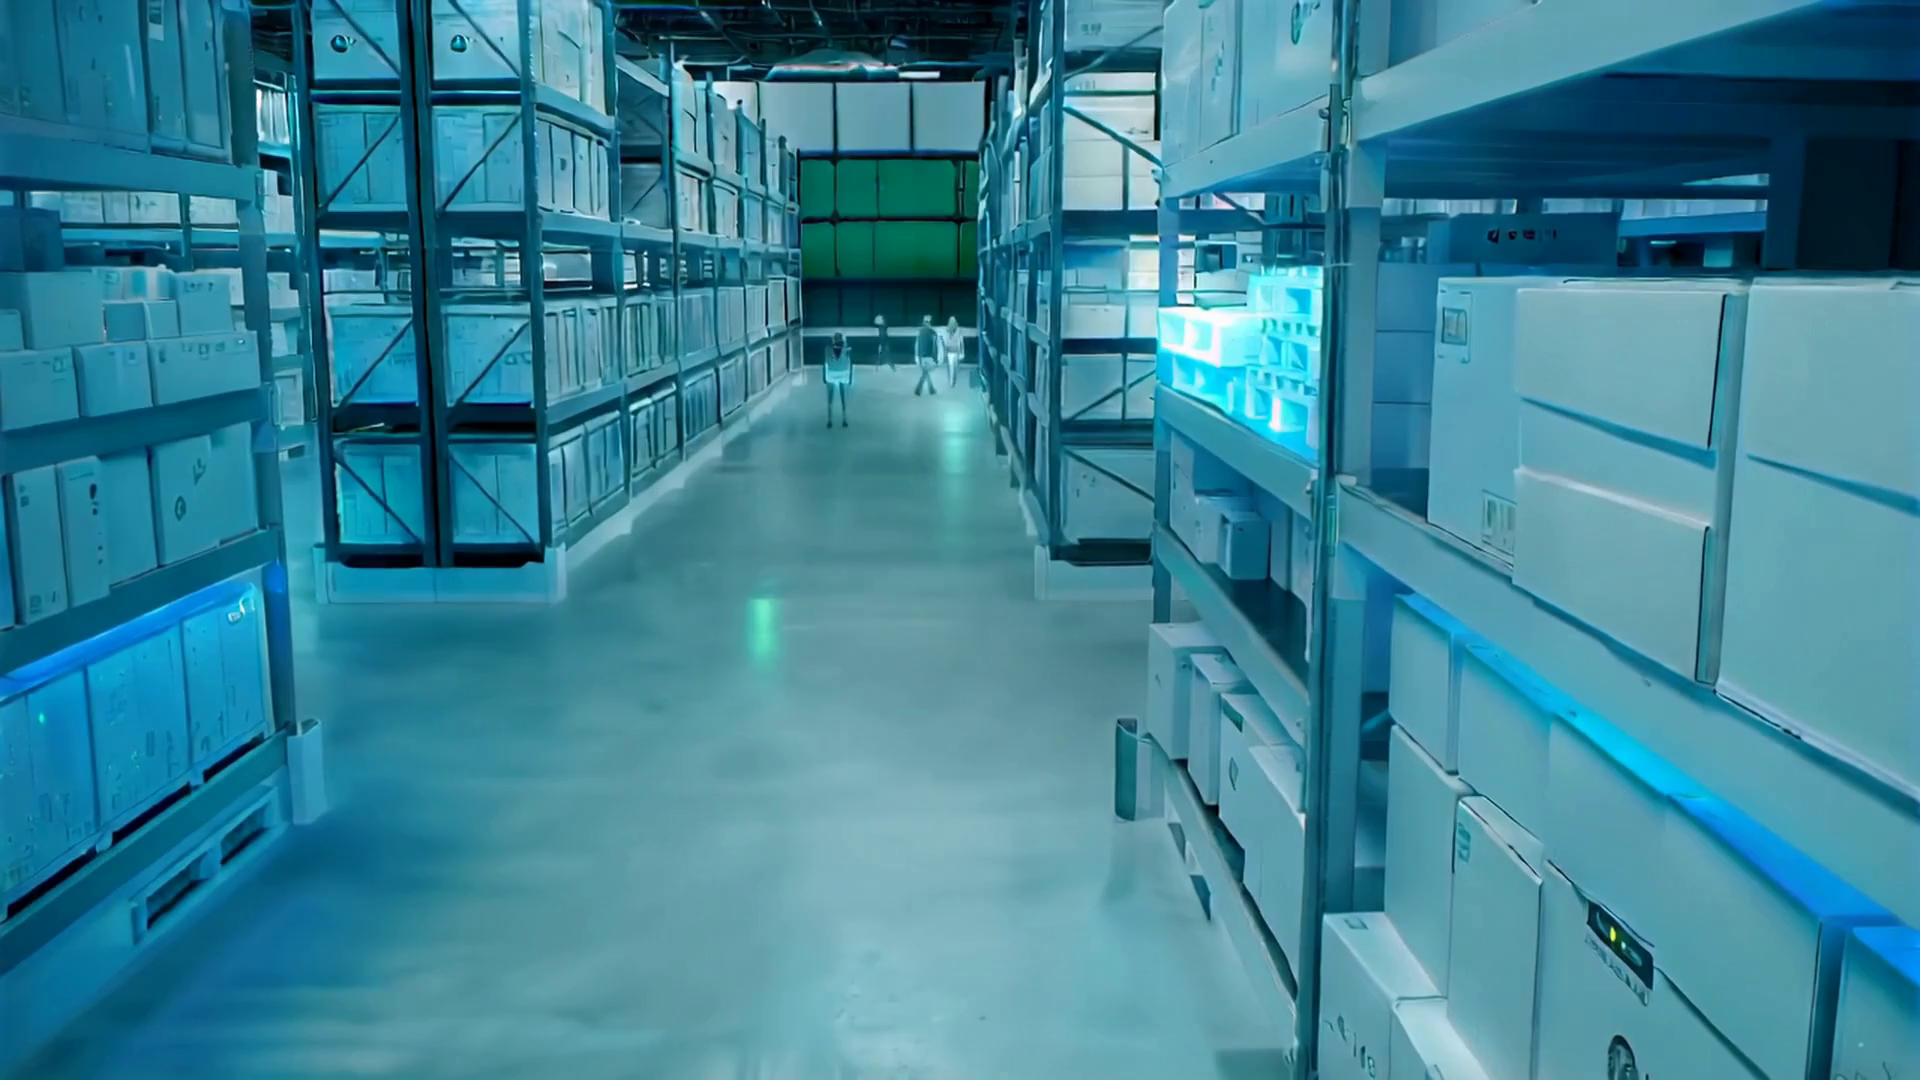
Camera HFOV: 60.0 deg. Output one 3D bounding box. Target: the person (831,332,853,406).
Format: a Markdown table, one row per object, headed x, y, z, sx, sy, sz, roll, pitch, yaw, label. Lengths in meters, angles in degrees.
| x | y | z | sx | sy | sz | roll | pitch | yaw | label |
| --- | --- | --- | --- | --- | --- | --- | --- | --- | --- |
| -2.625 | -3.786 | 36.878 | 0.515 | 1.636 | 0.314 | 1 | 9 | 5 | person |

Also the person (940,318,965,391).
| x | y | z | sx | sy | sz | roll | pitch | yaw | label |
| --- | --- | --- | --- | --- | --- | --- | --- | --- | --- |
| -0.187 | -4.676 | 41.808 | 0.620 | 1.817 | 0.865 | 0 | 9 | 1 | person |

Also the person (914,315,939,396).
| x | y | z | sx | sy | sz | roll | pitch | yaw | label |
| --- | --- | --- | --- | --- | --- | --- | --- | --- | --- |
| -0.852 | -4.429 | 39.917 | 0.621 | 1.948 | 0.968 | 6 | 11 | 31 | person |

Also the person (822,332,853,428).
| x | y | z | sx | sy | sz | roll | pitch | yaw | label |
| --- | --- | --- | --- | --- | --- | --- | --- | --- | --- |
| -2.332 | -3.036 | 31.658 | 0.600 | 1.836 | 0.404 | 0 | 9 | -2 | person |

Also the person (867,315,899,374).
| x | y | z | sx | sy | sz | roll | pitch | yaw | label |
| --- | --- | --- | --- | --- | --- | --- | --- | --- | --- |
| -2.197 | -5.609 | 47.878 | 0.921 | 1.700 | 0.589 | -1 | 9 | -3 | person |
